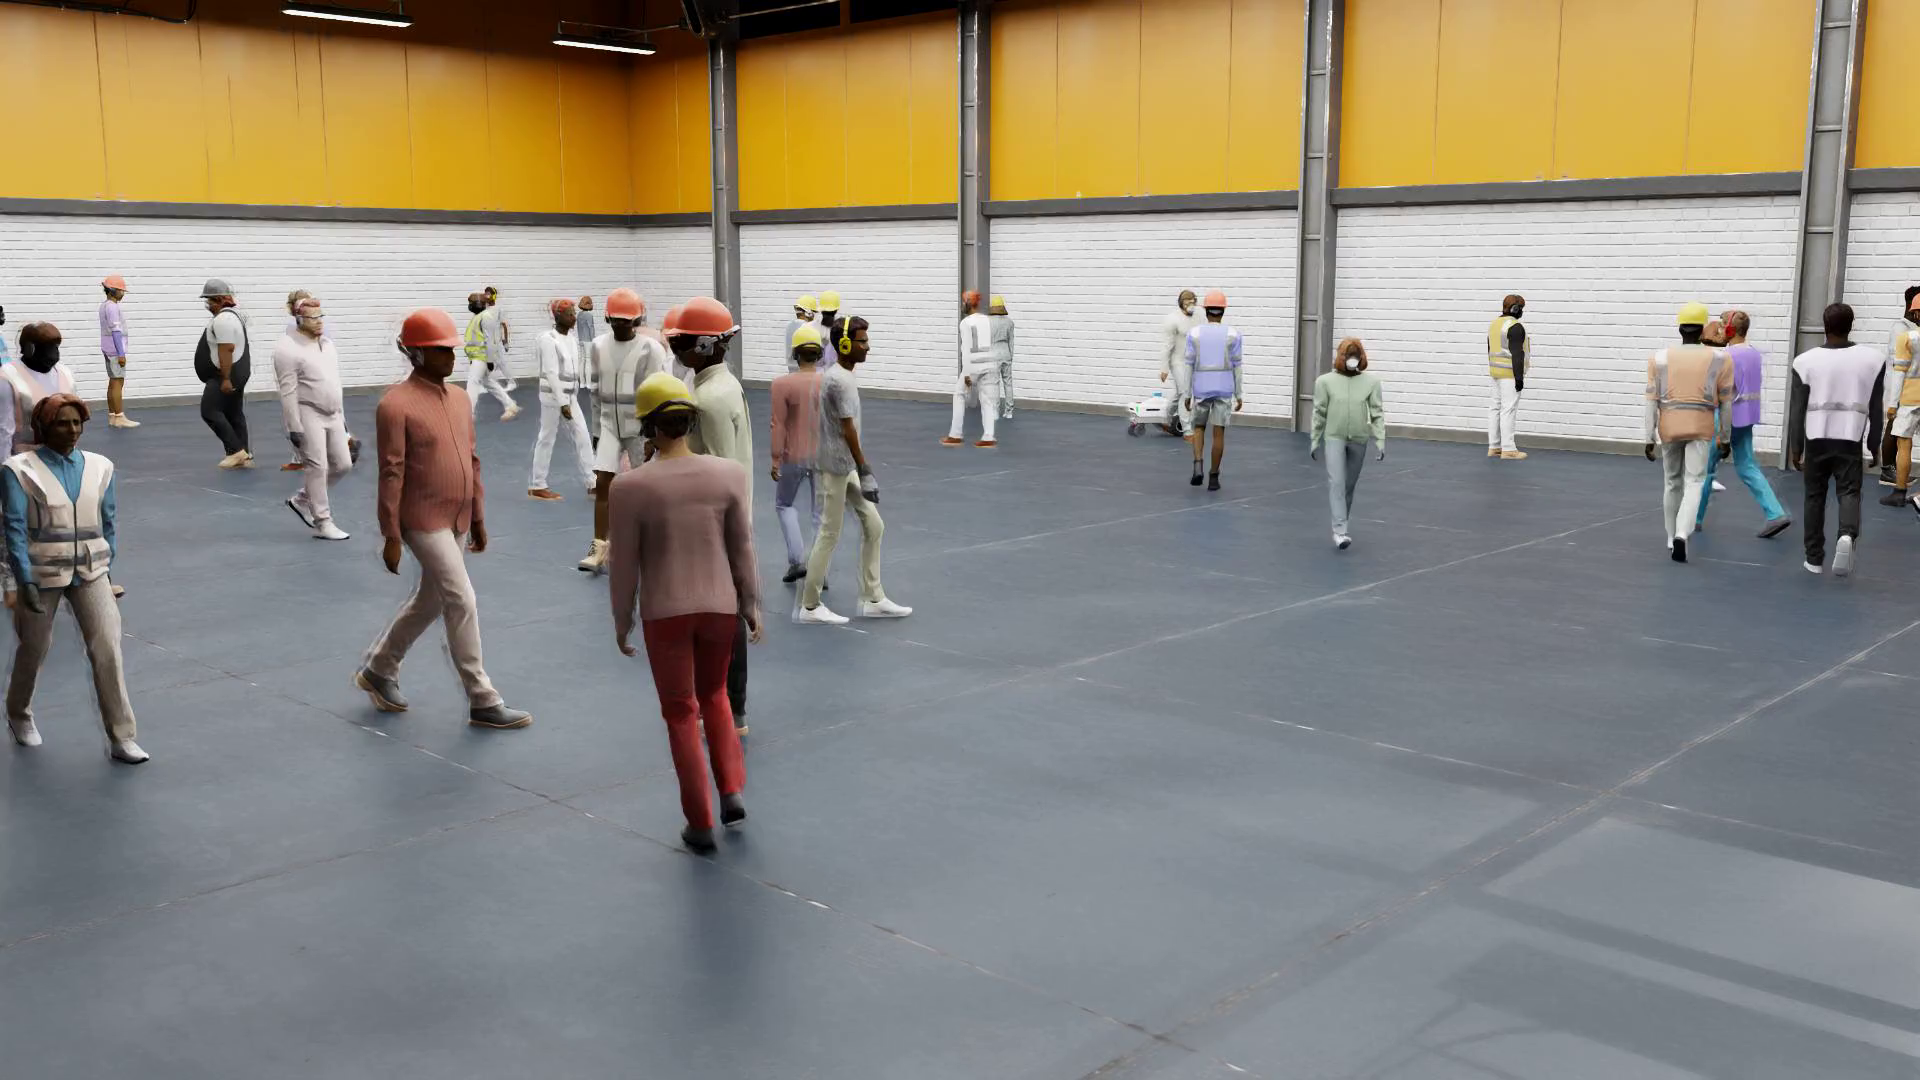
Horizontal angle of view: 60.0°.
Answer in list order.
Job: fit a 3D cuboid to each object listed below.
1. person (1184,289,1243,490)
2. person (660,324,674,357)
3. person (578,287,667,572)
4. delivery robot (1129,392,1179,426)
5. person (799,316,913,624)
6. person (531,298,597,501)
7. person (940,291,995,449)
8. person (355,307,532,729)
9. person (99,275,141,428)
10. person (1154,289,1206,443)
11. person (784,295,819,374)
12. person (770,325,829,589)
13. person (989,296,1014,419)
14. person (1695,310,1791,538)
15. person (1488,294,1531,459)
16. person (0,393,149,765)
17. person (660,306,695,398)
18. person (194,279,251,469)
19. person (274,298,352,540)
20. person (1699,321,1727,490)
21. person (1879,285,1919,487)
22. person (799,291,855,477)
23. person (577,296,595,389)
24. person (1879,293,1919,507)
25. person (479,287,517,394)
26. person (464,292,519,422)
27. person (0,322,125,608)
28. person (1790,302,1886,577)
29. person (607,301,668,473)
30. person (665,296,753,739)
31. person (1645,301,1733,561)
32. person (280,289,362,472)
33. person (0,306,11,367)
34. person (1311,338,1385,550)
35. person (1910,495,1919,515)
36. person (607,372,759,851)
[{"bbox_3d":[2.432,-1.432,15.945,0.560,1.920,0.399,2,10,14],"label":"person"},{"bbox_3d":[-2.855,-1.361,16.486,0.847,1.590,0.537,-2,9,-12],"label":"person"},{"bbox_3d":[-2.355,-0.751,11.569,0.638,1.992,0.944,3,10,17],"label":"person"},{"bbox_3d":[2.513,-1.642,21.137,0.707,0.478,0.477,-2,9,-13],"label":"delivery robot"},{"bbox_3d":[-0.605,-0.399,9.886,0.809,1.842,0.535,0,9,1],"label":"person"},{"bbox_3d":[-3.542,-1.252,15.101,0.920,1.838,0.590,3,10,19],"label":"person"},{"bbox_3d":[0.098,-2.015,19.719,0.801,1.859,0.591,8,12,41],"label":"person"},{"bbox_3d":[-2.481,-0.108,7.749,0.973,1.958,0.623,3,10,16],"label":"person"},{"bbox_3d":[-11.238,-2.506,22.199,0.391,2.034,0.605,-7,12,-37],"label":"person"},{"bbox_3d":[2.680,-2.153,20.536,0.675,1.892,0.920,-7,12,-38],"label":"person"},{"bbox_3d":[-1.748,-1.870,18.913,0.403,1.833,0.586,-7,12,-38],"label":"person"},{"bbox_3d":[-1.021,-0.547,11.052,0.543,1.748,0.461,-4,10,-25],"label":"person"},{"bbox_3d":[0.541,-2.584,23.569,0.489,1.741,0.321,-5,11,-30],"label":"person"},{"bbox_3d":[6.171,-0.921,13.194,0.580,1.806,0.935,-7,11,-36],"label":"person"},{"bbox_3d":[6.160,-1.831,18.663,0.429,1.839,0.621,-2,9,-9],"label":"person"},{"bbox_3d":[-3.912,0.153,7.233,0.878,1.597,0.507,7,12,37],"label":"person"},{"bbox_3d":[-1.776,-0.658,11.364,0.549,1.886,1.001,6,11,31],"label":"person"},{"bbox_3d":[-7.765,-1.747,17.523,0.538,2.000,0.704,-2,10,-14],"label":"person"},{"bbox_3d":[-5.073,-0.944,13.036,0.550,1.893,0.670,3,10,15],"label":"person"},{"bbox_3d":[7.213,-1.279,15.898,0.410,1.619,0.533,1,9,4],"label":"person"},{"bbox_3d":[9.277,-1.511,16.324,0.375,1.959,0.603,7,12,38],"label":"person"},{"bbox_3d":[-1.366,-1.578,16.923,0.614,1.890,0.715,1,9,4],"label":"person"},{"bbox_3d":[-6.612,-3.499,29.515,0.280,1.633,0.500,-8,12,-41],"label":"person"},{"bbox_3d":[8.531,-1.246,14.814,0.540,1.931,0.377,-1,9,-5],"label":"person"},{"bbox_3d":[-8.000,-3.433,28.562,0.507,1.827,0.998,7,11,36],"label":"person"},{"bbox_3d":[-6.601,-2.536,23.101,0.931,1.806,0.637,-5,10,-27],"label":"person"},{"bbox_3d":[-5.726,-0.455,10.402,0.789,1.794,0.649,3,10,20],"label":"person"},{"bbox_3d":[6.004,-0.676,11.400,0.604,1.895,0.756,4,10,23],"label":"person"},{"bbox_3d":[-3.030,-1.319,15.510,0.653,1.855,1.034,-1,9,-8],"label":"person"},{"bbox_3d":[-1.127,-0.099,7.558,0.379,1.996,0.610,-1,9,-6],"label":"person"},{"bbox_3d":[5.339,-0.805,12.232,0.594,1.899,0.931,5,11,29],"label":"person"},{"bbox_3d":[-6.729,-1.652,17.341,0.762,1.920,0.635,1,9,7],"label":"person"},{"bbox_3d":[-11.996,-2.098,20.764,0.375,1.680,0.545,-5,10,-28],"label":"person"},{"bbox_3d":[2.944,-0.717,12.549,0.525,1.586,0.830,0,9,-1],"label":"person"},{"bbox_3d":[7.690,-0.872,12.676,0.663,1.877,0.695,-7,12,-38],"label":"person"},{"bbox_3d":[-1.009,0.265,6.067,0.542,1.741,0.430,-5,11,-28],"label":"person"}]
